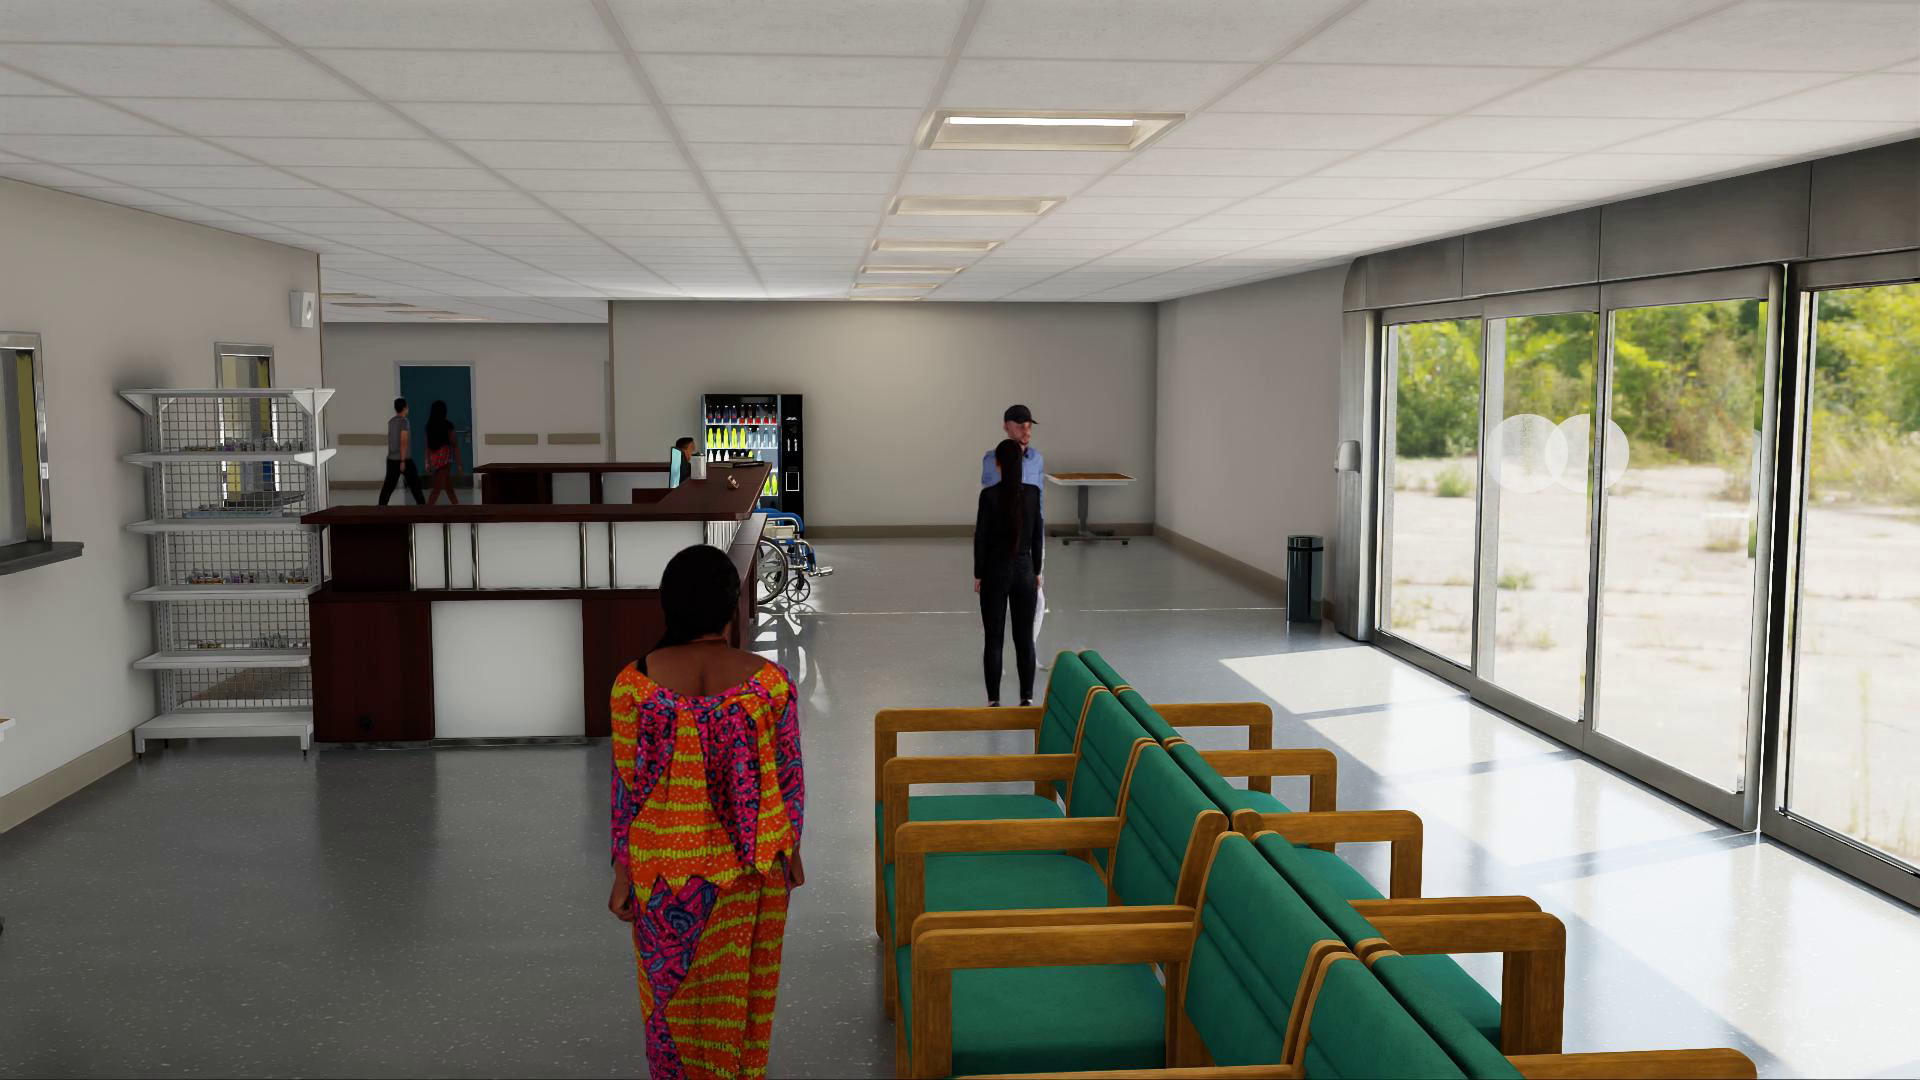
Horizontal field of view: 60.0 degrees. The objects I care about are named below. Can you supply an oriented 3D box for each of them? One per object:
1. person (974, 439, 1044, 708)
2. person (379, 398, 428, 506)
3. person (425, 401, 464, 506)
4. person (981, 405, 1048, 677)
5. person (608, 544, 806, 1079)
[{"bbox_3d":[0.295,0.251,9.844,0.478,1.713,0.665,-2,6,-15],"label":"person"},{"bbox_3d":[-7.820,-1.068,22.970,1.113,1.710,1.139,4,7,37],"label":"person"},{"bbox_3d":[-7.065,-0.999,22.463,1.214,1.674,1.117,3,7,28],"label":"person"},{"bbox_3d":[0.370,0.009,11.457,0.719,1.872,0.832,-3,6,-25],"label":"person"},{"bbox_3d":[-0.654,0.846,4.259,1.108,1.647,0.712,0,6,-5],"label":"person"}]
